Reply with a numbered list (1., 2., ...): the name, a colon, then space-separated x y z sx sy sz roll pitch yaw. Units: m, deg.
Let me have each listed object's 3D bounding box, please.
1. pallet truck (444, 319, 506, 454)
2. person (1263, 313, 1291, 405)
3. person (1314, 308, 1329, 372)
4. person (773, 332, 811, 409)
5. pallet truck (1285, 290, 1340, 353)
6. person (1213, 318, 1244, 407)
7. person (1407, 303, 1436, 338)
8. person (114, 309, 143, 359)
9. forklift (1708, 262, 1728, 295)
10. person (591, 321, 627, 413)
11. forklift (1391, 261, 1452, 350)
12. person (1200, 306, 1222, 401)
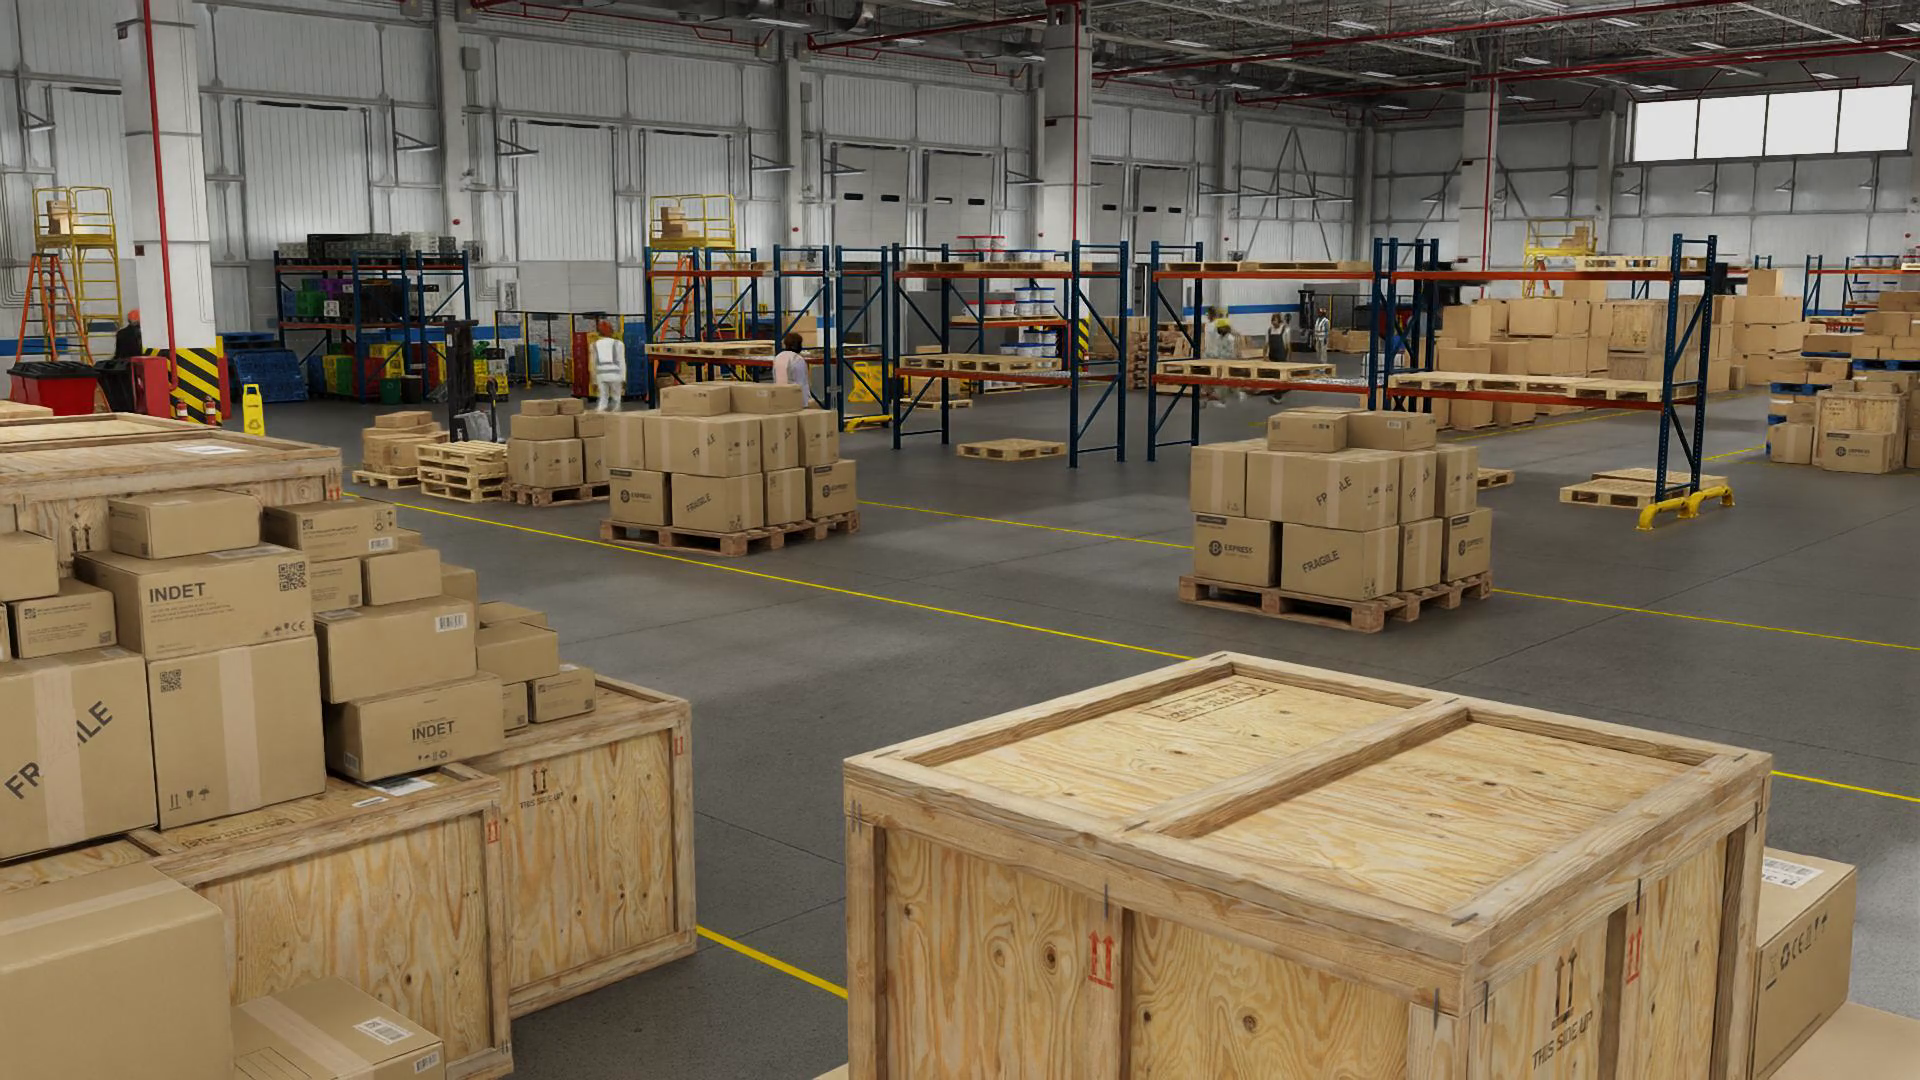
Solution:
1. pallet truck: -6.981 -1.942 22.150 1.885 1.965 0.823 1 9 9
2. person: 6.139 -3.513 32.417 0.525 1.788 0.965 6 11 33
3. person: 9.374 -5.188 43.146 0.306 1.640 0.522 -4 10 -24
4. person: -2.140 -1.755 21.478 0.429 1.842 0.634 -8 12 -40
5. pallet truck: 11.297 -6.951 52.861 1.885 1.965 0.823 -5 11 -29
6. person: 5.210 -3.421 32.079 0.654 1.715 0.511 -3 10 -19
7. person: 10.639 -4.546 38.343 0.661 1.922 0.540 4 10 24
8. person: -14.222 -2.965 28.542 0.782 1.971 0.455 3 10 17
9. forklift: 20.259 -6.061 44.709 1.873 2.768 1.129 7 12 37
10. person: -5.613 -2.561 26.499 0.622 1.834 0.923 1 9 5
11. forklift: 11.215 -5.199 39.418 1.873 2.768 1.129 9 13 43
12. person: 5.012 -3.745 33.460 0.594 1.921 0.630 -4 10 -22
